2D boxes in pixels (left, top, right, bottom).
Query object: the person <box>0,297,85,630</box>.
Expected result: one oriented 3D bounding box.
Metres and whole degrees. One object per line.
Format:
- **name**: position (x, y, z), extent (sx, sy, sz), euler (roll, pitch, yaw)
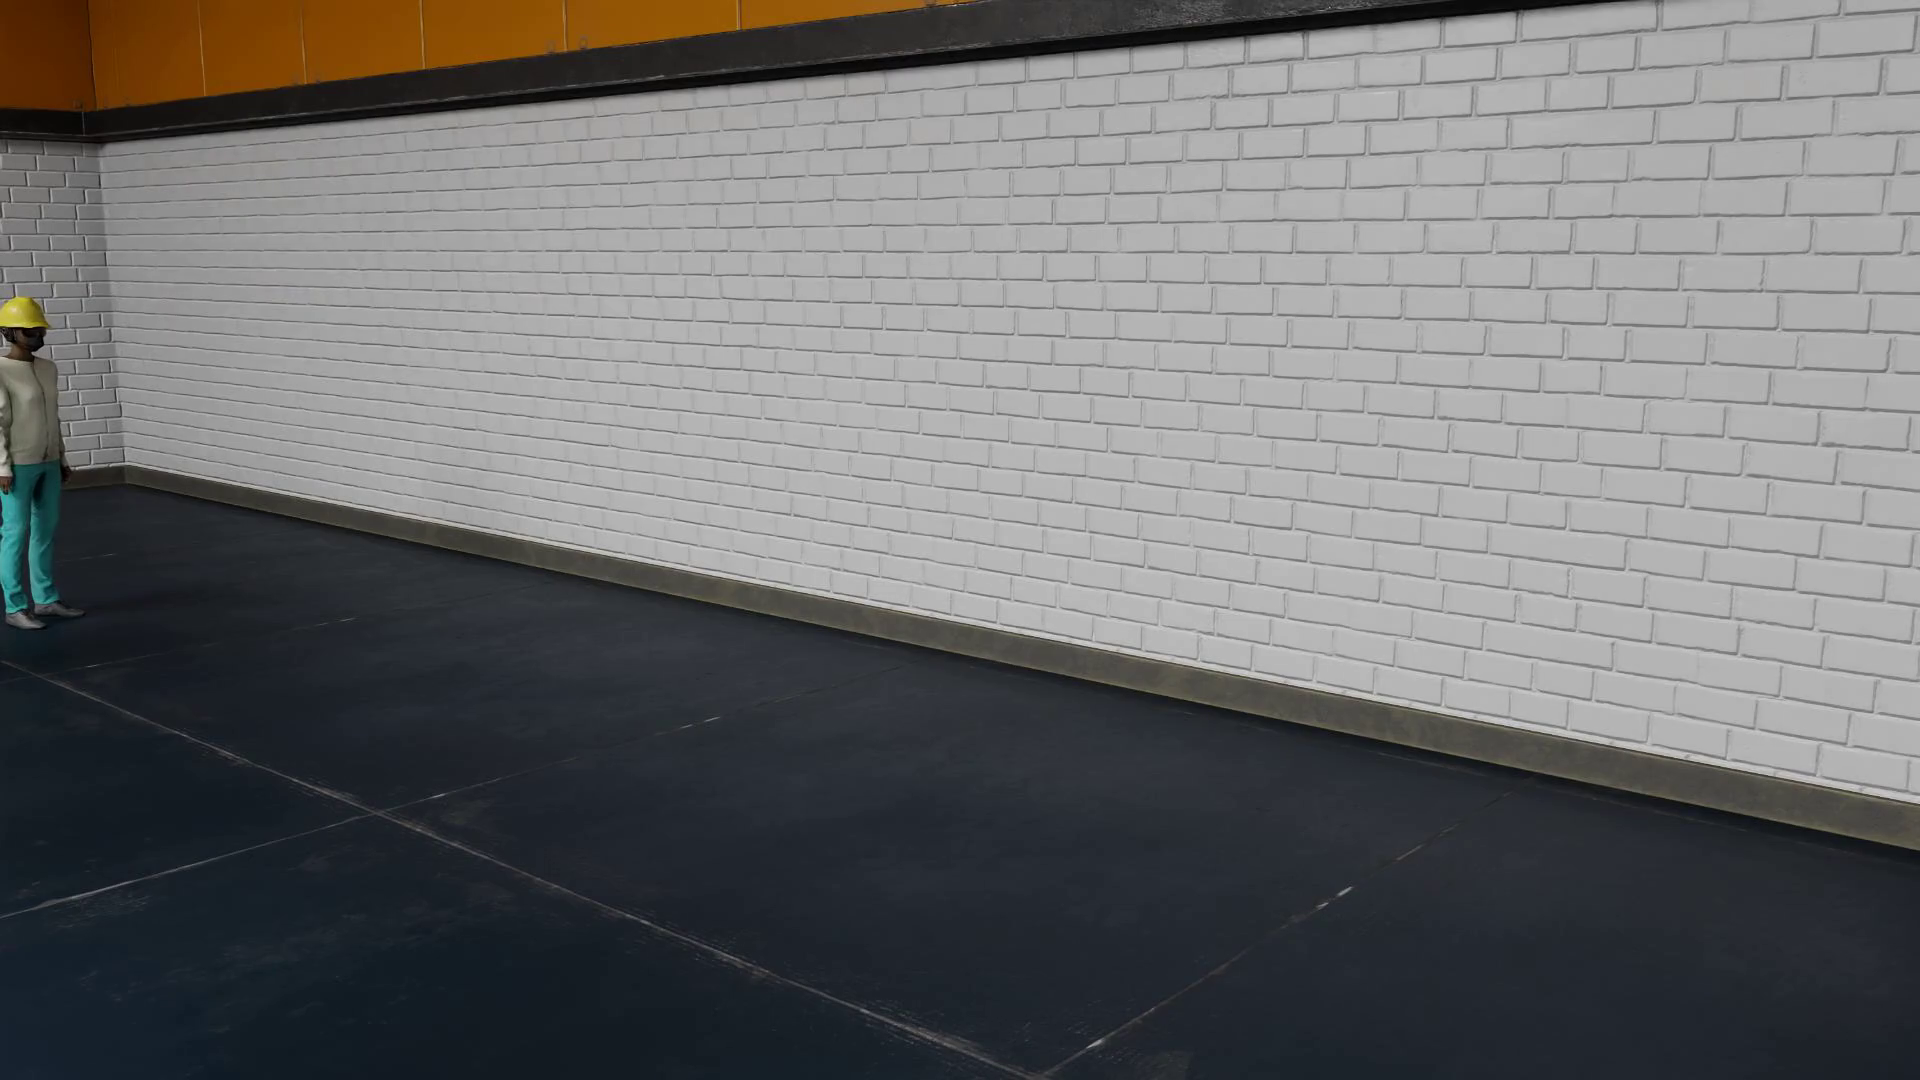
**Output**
- **person**: position (-4.958, -0.412, 8.912), extent (0.328, 1.767, 0.532), euler (1, 10, 8)
